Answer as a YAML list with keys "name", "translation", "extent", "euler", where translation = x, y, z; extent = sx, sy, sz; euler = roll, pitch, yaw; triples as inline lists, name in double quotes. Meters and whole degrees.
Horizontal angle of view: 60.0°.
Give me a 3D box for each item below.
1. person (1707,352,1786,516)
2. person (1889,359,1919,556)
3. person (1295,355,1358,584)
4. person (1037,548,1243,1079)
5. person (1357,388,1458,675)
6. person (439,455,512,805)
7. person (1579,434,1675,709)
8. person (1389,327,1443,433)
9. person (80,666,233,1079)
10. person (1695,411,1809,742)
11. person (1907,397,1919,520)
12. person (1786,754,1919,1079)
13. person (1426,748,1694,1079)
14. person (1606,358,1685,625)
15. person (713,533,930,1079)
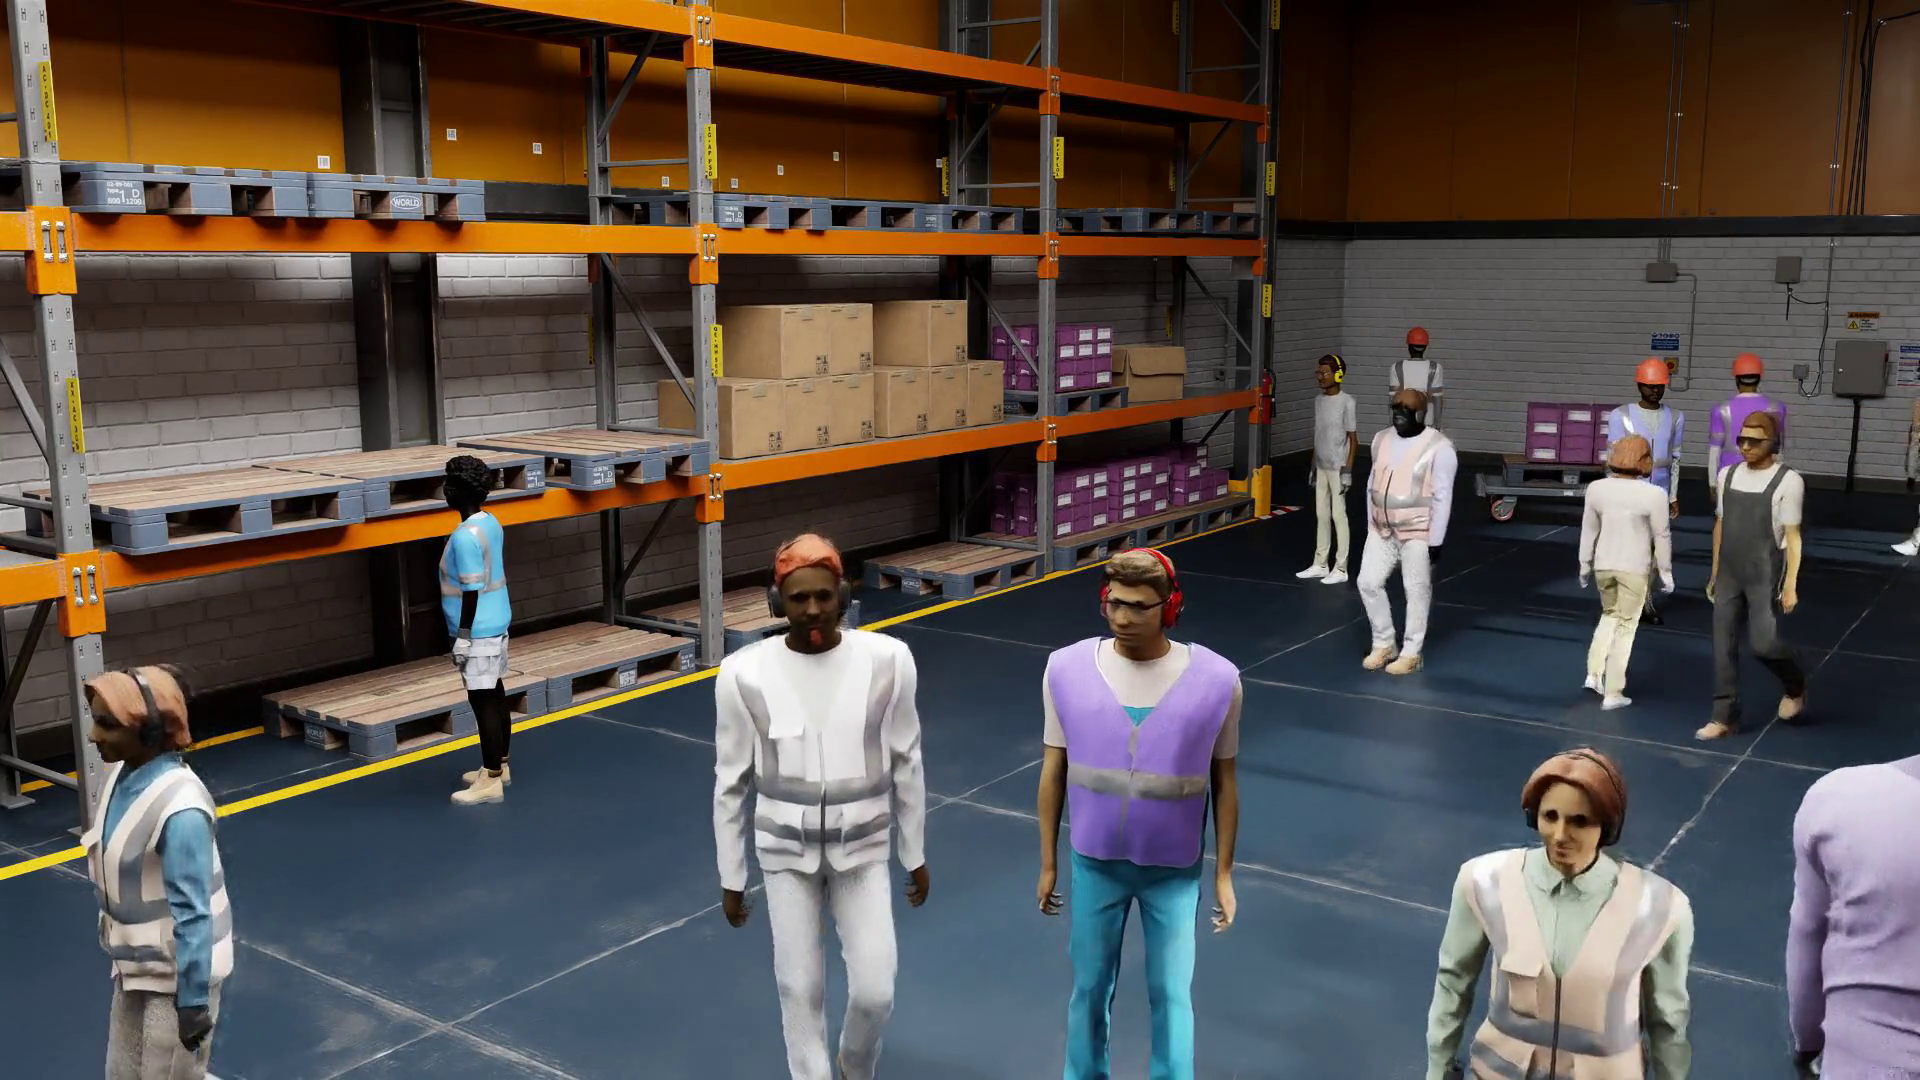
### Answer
- name: "person"
  translation: [6.102, -0.494, 12.947]
  extent: [0.556, 1.918, 0.612]
  euler: [4, 10, 23]
- name: "person"
  translation: [8.731, -0.758, 14.894]
  extent: [0.971, 1.799, 0.531]
  euler: [-3, 10, -16]
- name: "person"
  translation: [3.022, -0.575, 13.571]
  extent: [0.333, 1.872, 0.515]
  euler: [-4, 11, -25]
- name: "person"
  translation: [0.508, 0.919, 4.756]
  extent: [0.568, 1.840, 0.374]
  euler: [2, 10, 11]
- name: "person"
  translation: [2.788, -0.043, 10.514]
  extent: [0.521, 1.829, 0.652]
  euler: [-8, 12, -39]
- name: "person"
  translation: [-2.352, 0.432, 8.086]
  extent: [0.319, 1.697, 0.532]
  euler: [-1, 10, -4]
- name: "person"
  translation: [3.903, 0.189, 9.758]
  extent: [0.378, 1.621, 0.509]
  euler: [-7, 12, -36]
- name: "person"
  translation: [4.759, -1.254, 17.403]
  extent: [0.551, 1.940, 0.349]
  euler: [3, 10, 16]
- name: "person"
  translation: [-2.002, 1.102, 4.294]
  extent: [0.481, 1.622, 0.536]
  euler: [-9, 13, -42]
- name: "person"
  translation: [4.394, 0.193, 9.140]
  extent: [0.690, 1.827, 0.516]
  euler: [-5, 11, -29]
- name: "person"
  translation: [8.084, -0.584, 13.559]
  extent: [0.595, 1.898, 0.788]
  euler: [9, 13, 43]
- name: "person"
  translation: [2.024, 1.127, 3.445]
  extent: [0.642, 1.871, 0.911]
  euler: [7, 12, 37]
- name: "person"
  translation: [1.325, 1.218, 3.701]
  extent: [0.536, 1.597, 0.860]
  euler: [5, 11, 28]
- name: "person"
  translation: [4.927, -0.343, 11.986]
  extent: [0.545, 1.939, 0.374]
  euler: [0, 10, 1]
- name: "person"
  translation: [-0.390, 0.909, 4.723]
  extent: [0.617, 1.871, 0.408]
  euler: [-1, 10, -4]
